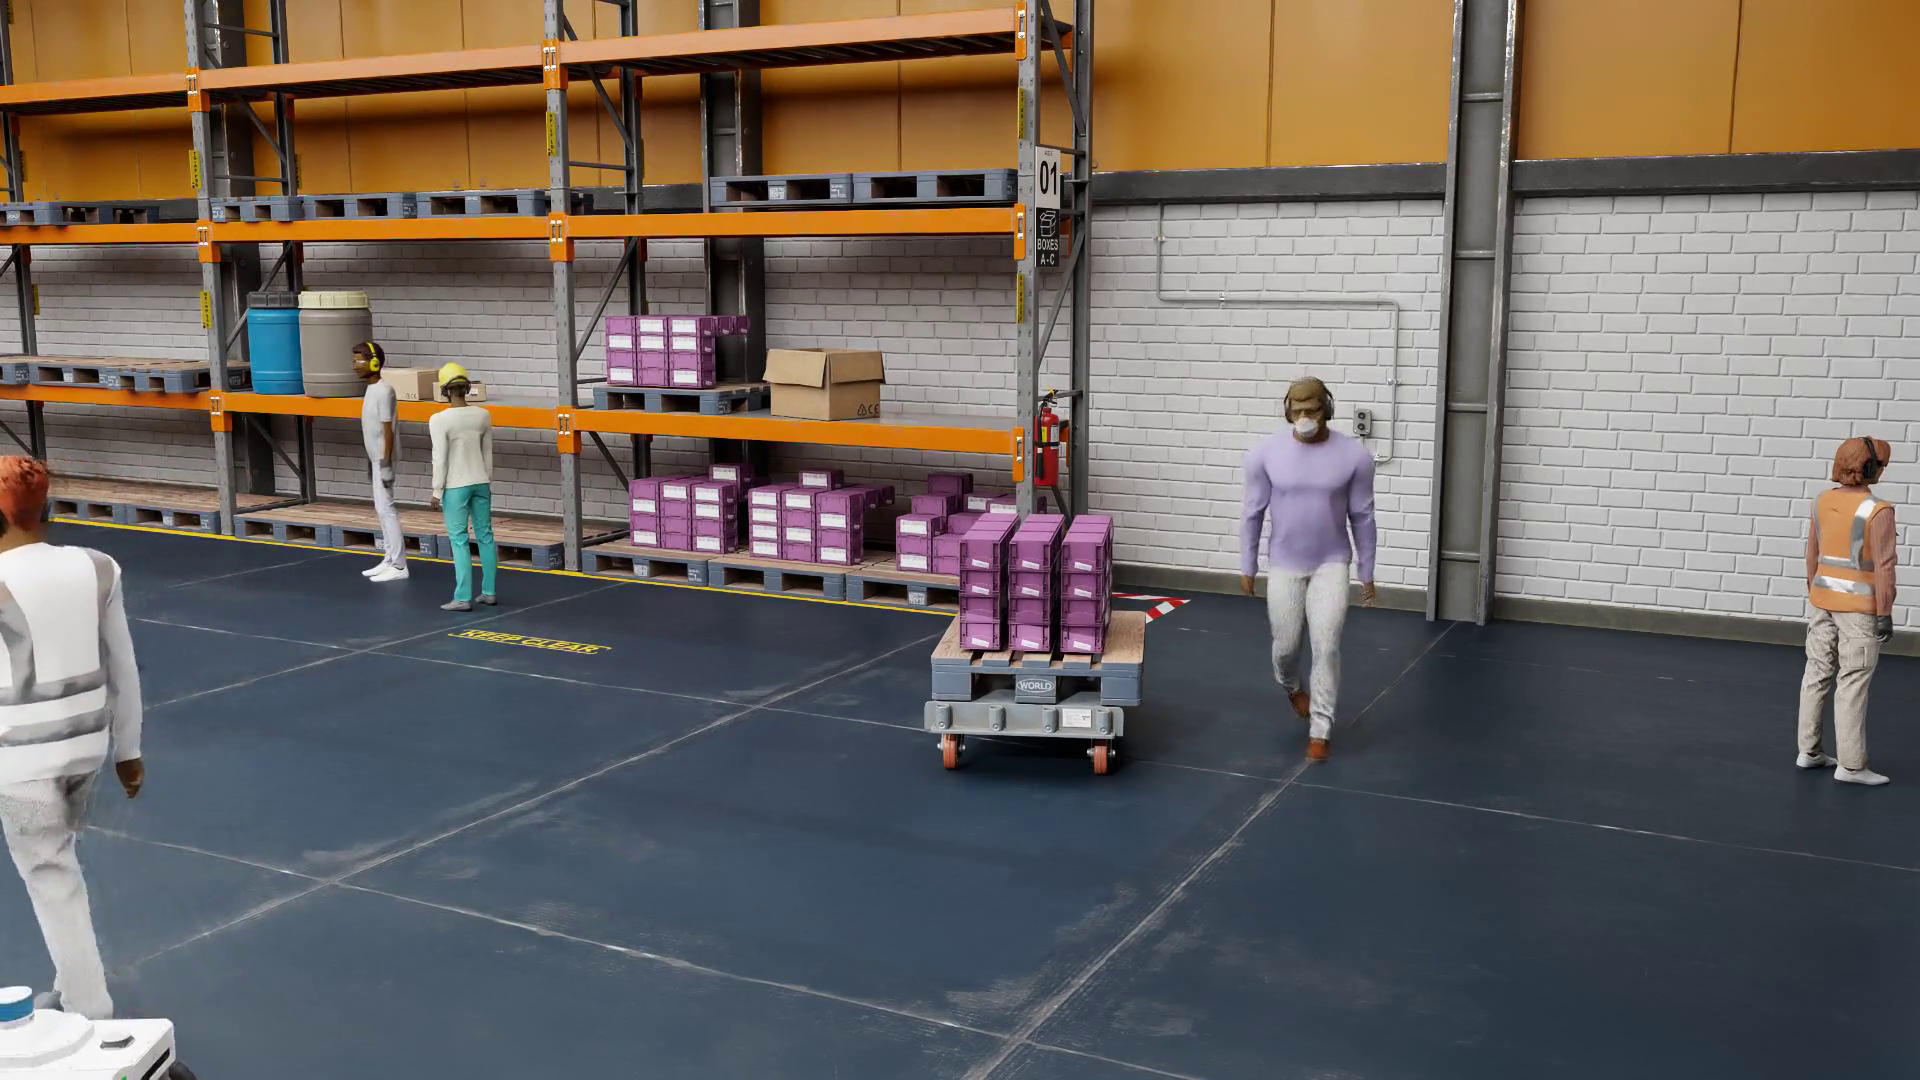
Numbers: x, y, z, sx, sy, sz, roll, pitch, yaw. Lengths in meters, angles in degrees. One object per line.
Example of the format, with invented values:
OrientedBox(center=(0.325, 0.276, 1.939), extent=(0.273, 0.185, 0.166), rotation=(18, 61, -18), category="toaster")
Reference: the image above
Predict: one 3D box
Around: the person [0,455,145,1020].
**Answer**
OrientedBox(center=(-2.849, 0.667, 5.063), extent=(0.652, 1.861, 0.580), rotation=(3, 10, 20), category="person")

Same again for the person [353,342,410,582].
OrientedBox(center=(-4.522, -0.607, 12.968), extent=(0.321, 1.860, 0.512), rotation=(-5, 11, -29), category="person")

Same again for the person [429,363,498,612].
OrientedBox(center=(-3.536, -0.369, 11.795), extent=(0.337, 1.760, 0.526), rotation=(6, 11, 34), category="person")

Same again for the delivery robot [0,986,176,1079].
OrientedBox(center=(-2.436, 1.400, 4.298), extent=(0.707, 0.478, 0.477), rotation=(0, 9, -3), category="delivery robot")

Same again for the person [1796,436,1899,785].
OrientedBox(center=(4.193, 0.329, 7.852), extent=(0.308, 1.640, 0.510), rotation=(-2, 9, -14), category="person")

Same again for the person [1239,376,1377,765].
OrientedBox(center=(1.737, 0.117, 8.340), extent=(0.674, 1.910, 0.700), rotation=(2, 9, 13), category="person")
